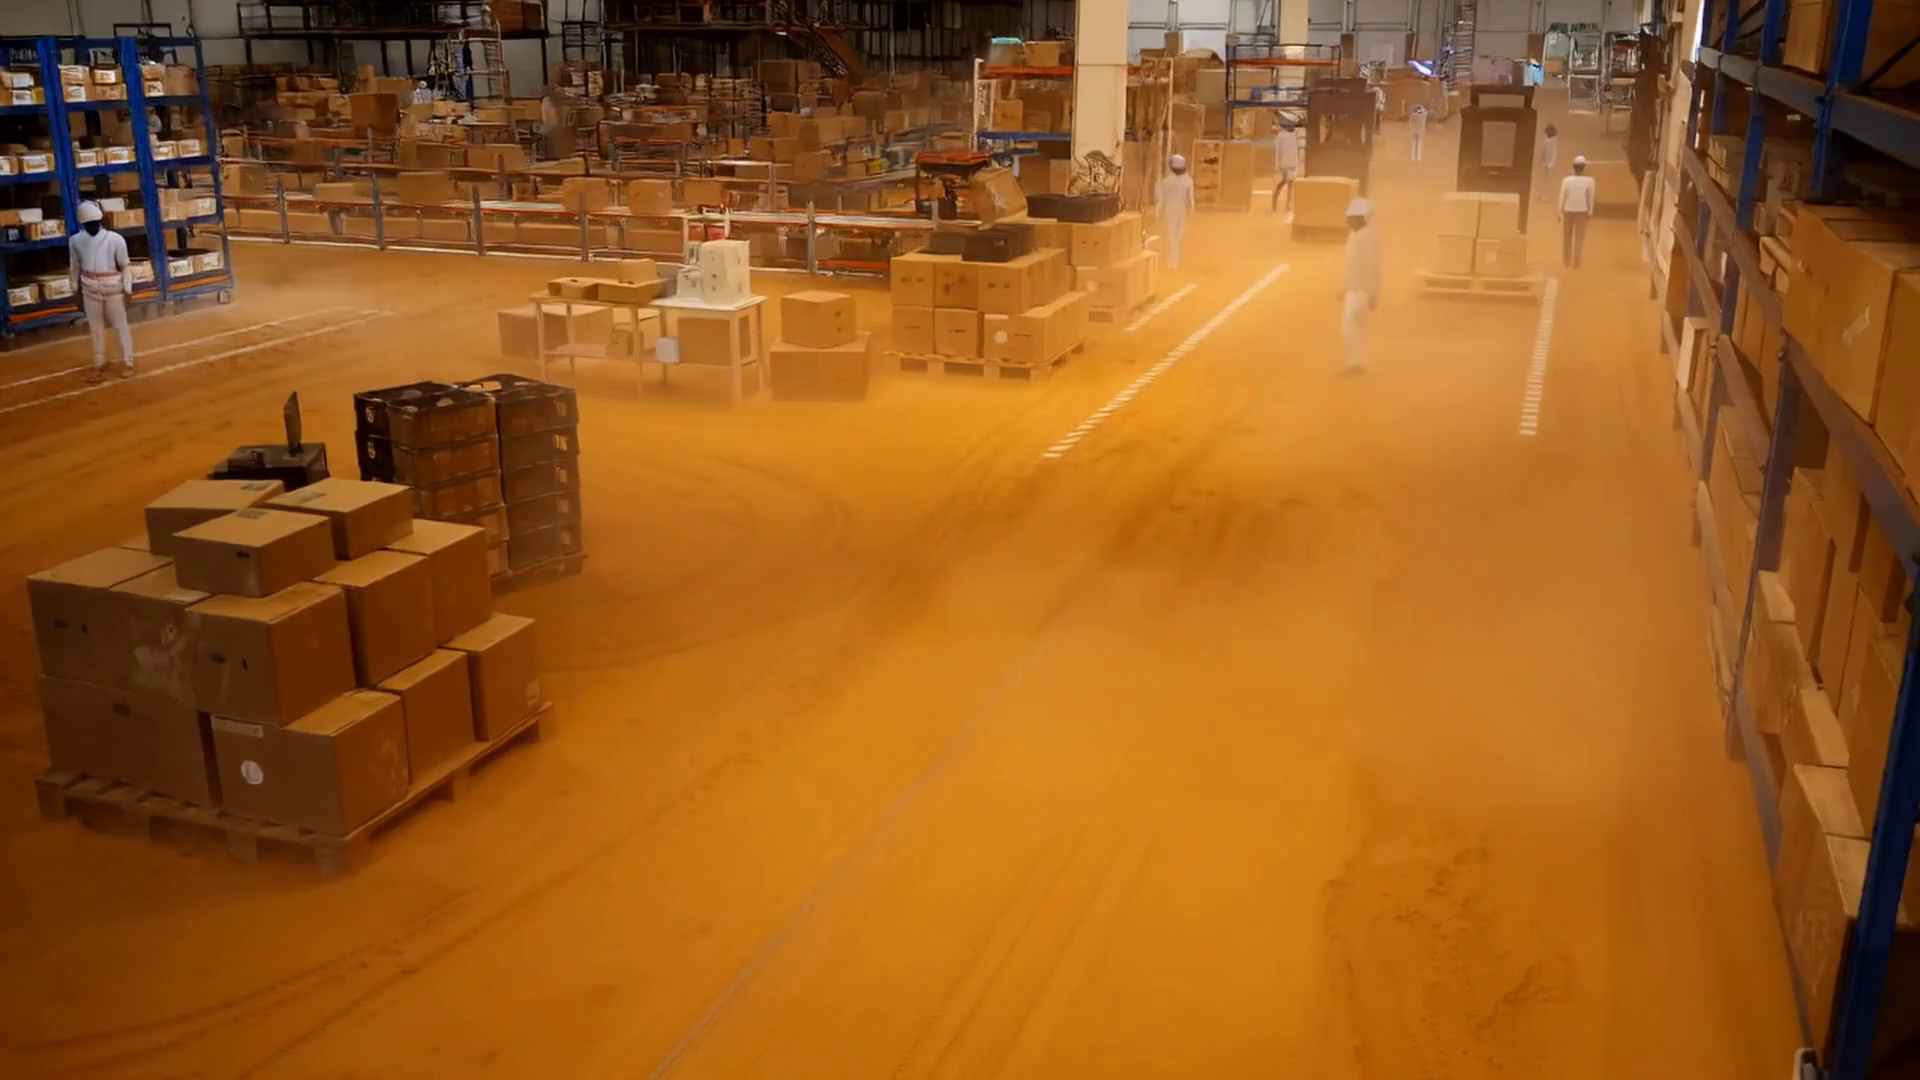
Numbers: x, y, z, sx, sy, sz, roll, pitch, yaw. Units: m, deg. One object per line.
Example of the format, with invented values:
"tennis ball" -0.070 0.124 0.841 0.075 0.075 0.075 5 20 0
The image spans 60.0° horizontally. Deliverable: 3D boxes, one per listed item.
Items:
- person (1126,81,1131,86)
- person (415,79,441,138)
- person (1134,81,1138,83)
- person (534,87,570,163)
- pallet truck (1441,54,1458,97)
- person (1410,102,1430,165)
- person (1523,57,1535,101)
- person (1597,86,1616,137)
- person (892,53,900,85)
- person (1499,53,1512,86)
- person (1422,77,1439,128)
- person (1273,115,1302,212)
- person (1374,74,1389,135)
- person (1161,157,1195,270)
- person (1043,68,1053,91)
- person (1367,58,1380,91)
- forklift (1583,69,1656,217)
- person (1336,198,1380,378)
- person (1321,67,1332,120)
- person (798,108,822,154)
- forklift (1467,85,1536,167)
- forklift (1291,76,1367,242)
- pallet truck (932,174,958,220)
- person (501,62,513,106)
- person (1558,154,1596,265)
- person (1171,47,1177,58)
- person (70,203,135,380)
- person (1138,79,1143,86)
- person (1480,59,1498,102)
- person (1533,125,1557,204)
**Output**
"person" 6.384 -17.004 63.304 0.940 1.833 0.528 9 20 27
"person" -16.975 -13.735 52.989 0.991 1.852 0.665 13 22 36
"person" 10.064 -26.757 93.936 0.636 1.828 0.530 -16 24 -41
"person" -10.942 -11.052 44.308 0.985 2.011 0.618 -5 18 -14
"pallet truck" 22.765 -21.886 78.355 0.823 1.965 1.885 -4 18 -14
"person" 12.093 -10.675 43.756 0.514 1.611 0.661 4 18 14
"person" 25.578 -20.697 74.725 0.373 1.935 0.628 -8 19 -23
"person" 21.048 -13.946 54.047 0.822 1.601 0.516 -15 23 -40
"person" -3.567 -25.796 91.095 0.724 1.722 0.500 -12 21 -33
"person" 27.159 -23.281 82.855 0.593 1.924 0.384 -4 18 -13
"person" 16.213 -15.064 57.351 0.859 1.728 0.544 8 19 24
"person" 6.581 -7.575 33.526 0.554 1.922 0.537 9 20 26
"person" 13.843 -14.272 54.530 0.375 1.936 0.564 10 20 27
"person" 3.432 -5.195 26.336 0.531 1.737 0.804 -1 18 -3
"person" 3.332 -16.965 63.023 0.388 1.919 0.592 10 20 28
"person" 18.851 -21.017 75.831 0.519 1.874 0.327 4 18 13
"forklift" 13.219 -7.740 32.475 1.873 2.768 1.129 6 19 18
"person" 4.318 -2.758 18.289 0.610 1.970 0.645 -3 18 -11
"person" 13.731 -16.651 61.982 0.622 1.946 0.652 -4 18 -13
"person" -3.396 -8.954 38.062 0.681 1.800 0.611 16 24 41
"forklift" 8.284 -5.601 25.755 1.129 2.768 1.873 6 19 18
"forklift" 6.598 -6.755 29.381 1.129 2.768 1.873 6 19 19
"pallet truck" -0.507 -5.292 27.348 0.653 1.274 1.630 6 19 19
"person" -19.430 -19.523 71.179 0.347 1.847 0.505 10 20 30
"person" 9.741 -5.203 26.323 0.538 1.753 0.556 6 18 17
"person" 12.014 -26.503 92.916 0.749 1.973 0.623 11 21 32
"person" -9.387 -2.716 18.218 0.602 1.940 0.402 -3 18 -8
"person" 9.431 -24.311 86.255 0.608 1.830 0.632 8 19 23
"person" 23.701 -20.517 74.289 0.859 1.848 0.606 1 18 2
"person" 12.344 -7.895 34.981 0.284 1.636 0.500 0 18 0
